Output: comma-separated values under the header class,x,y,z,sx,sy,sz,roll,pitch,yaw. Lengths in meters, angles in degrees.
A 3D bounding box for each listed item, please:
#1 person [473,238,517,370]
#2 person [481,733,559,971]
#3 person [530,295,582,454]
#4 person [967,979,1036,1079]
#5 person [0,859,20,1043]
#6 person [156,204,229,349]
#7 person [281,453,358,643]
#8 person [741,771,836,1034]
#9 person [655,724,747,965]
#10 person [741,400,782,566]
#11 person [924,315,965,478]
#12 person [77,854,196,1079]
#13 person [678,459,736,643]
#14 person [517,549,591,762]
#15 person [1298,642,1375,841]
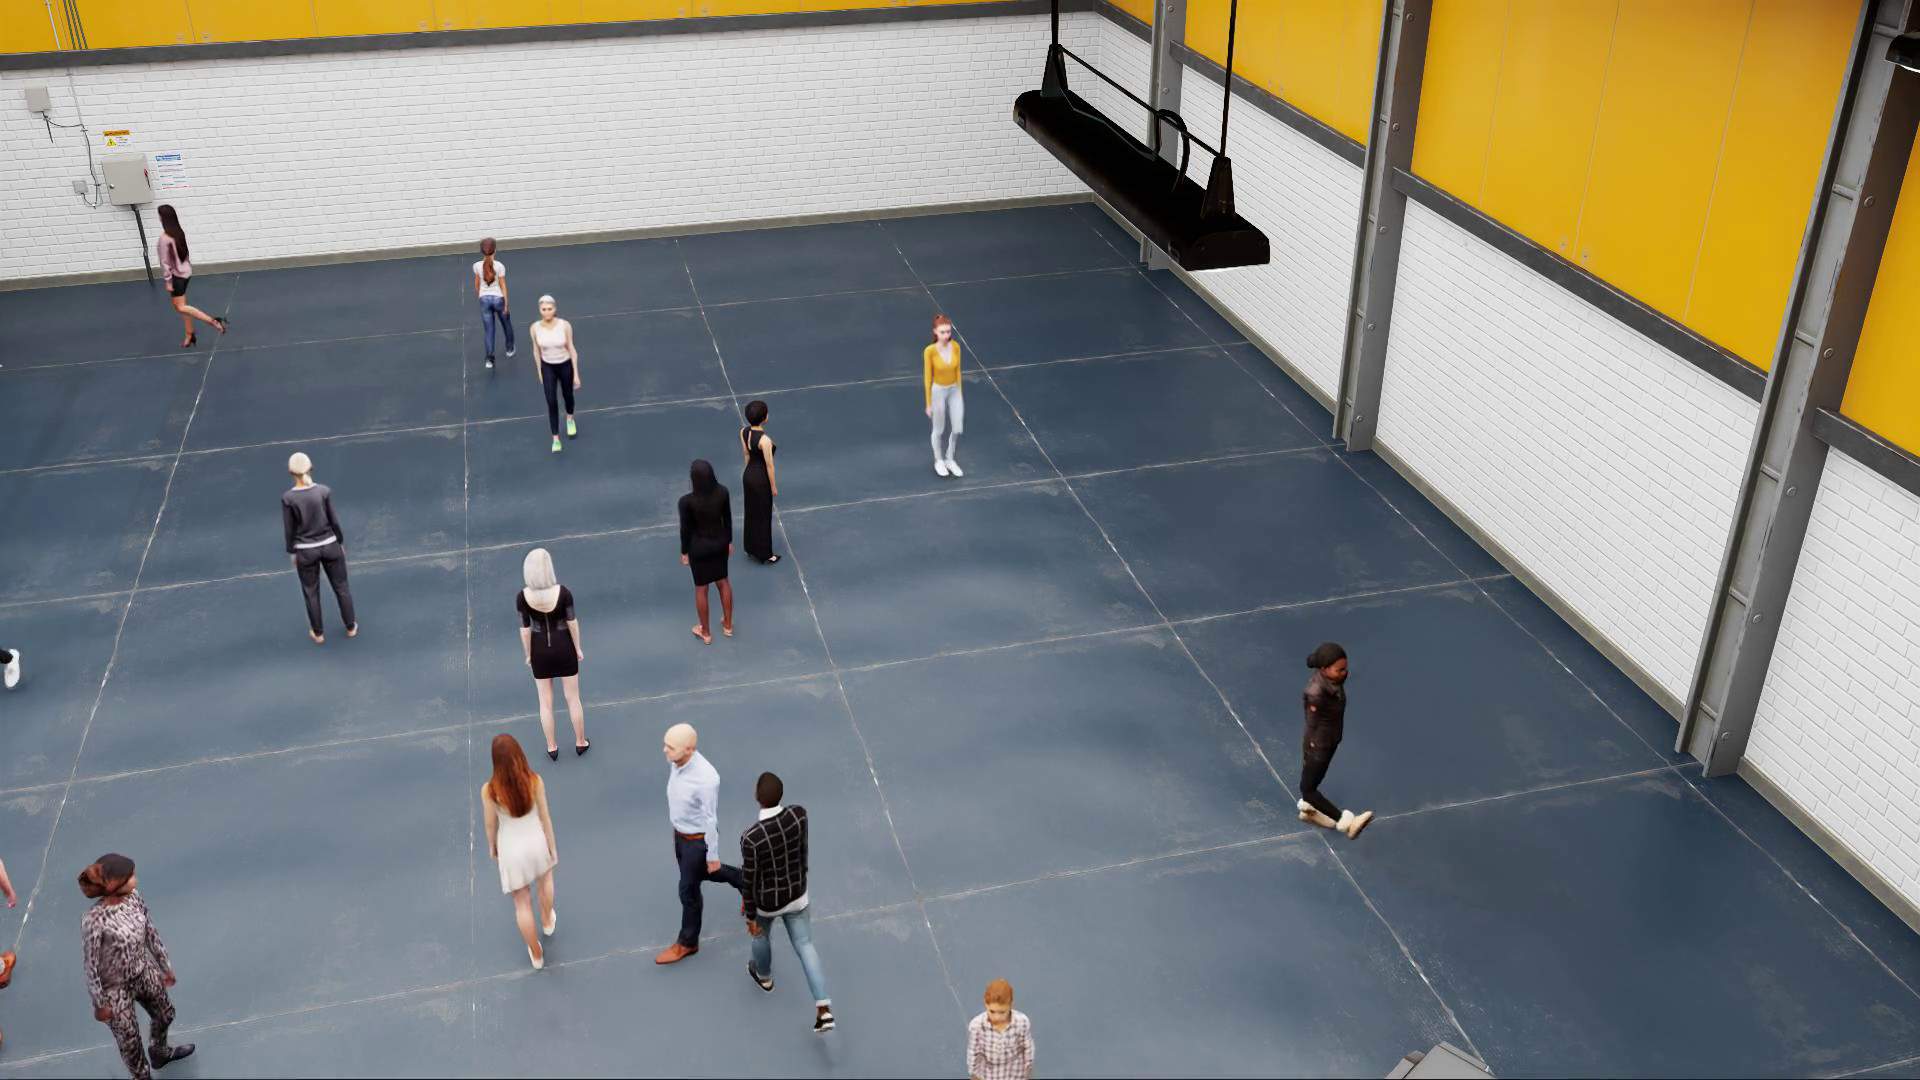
class,x,y,z,sx,sy,sz,roll,pitch,yaw
person,-5.519,-2.759,19.566,0.700,1.528,1.109,-1,29,-3
person,-2.776,2.028,10.620,0.578,1.691,0.756,-9,30,-15
person,-4.267,-1.820,17.710,0.712,1.656,1.181,-4,29,-8
person,0.236,2.930,9.385,0.614,1.289,0.674,2,29,4
person,-6.051,2.276,10.063,0.694,1.789,1.198,-7,29,-13
person,-9.280,-3.121,19.950,0.846,1.795,0.912,1,29,2
person,-5.482,0.060,14.195,0.651,1.721,0.596,-12,31,-22
person,-1.046,2.230,10.147,0.892,1.790,1.273,-16,33,-27
person,-1.637,1.915,10.744,0.939,1.769,1.104,-19,34,-30
person,-1.877,-0.536,15.417,0.717,1.598,0.616,-25,37,-38
person,-0.206,-1.487,17.015,0.656,1.737,0.678,-13,31,-22
person,-4.841,2.589,9.588,0.845,1.694,0.760,22,35,34
person,-2.147,0.080,14.160,0.699,1.720,0.665,-15,32,-25
person,-3.082,0.868,12.601,0.590,1.830,0.511,-5,29,-9
person,2.662,1.472,11.680,0.975,1.651,0.917,-12,31,-20
